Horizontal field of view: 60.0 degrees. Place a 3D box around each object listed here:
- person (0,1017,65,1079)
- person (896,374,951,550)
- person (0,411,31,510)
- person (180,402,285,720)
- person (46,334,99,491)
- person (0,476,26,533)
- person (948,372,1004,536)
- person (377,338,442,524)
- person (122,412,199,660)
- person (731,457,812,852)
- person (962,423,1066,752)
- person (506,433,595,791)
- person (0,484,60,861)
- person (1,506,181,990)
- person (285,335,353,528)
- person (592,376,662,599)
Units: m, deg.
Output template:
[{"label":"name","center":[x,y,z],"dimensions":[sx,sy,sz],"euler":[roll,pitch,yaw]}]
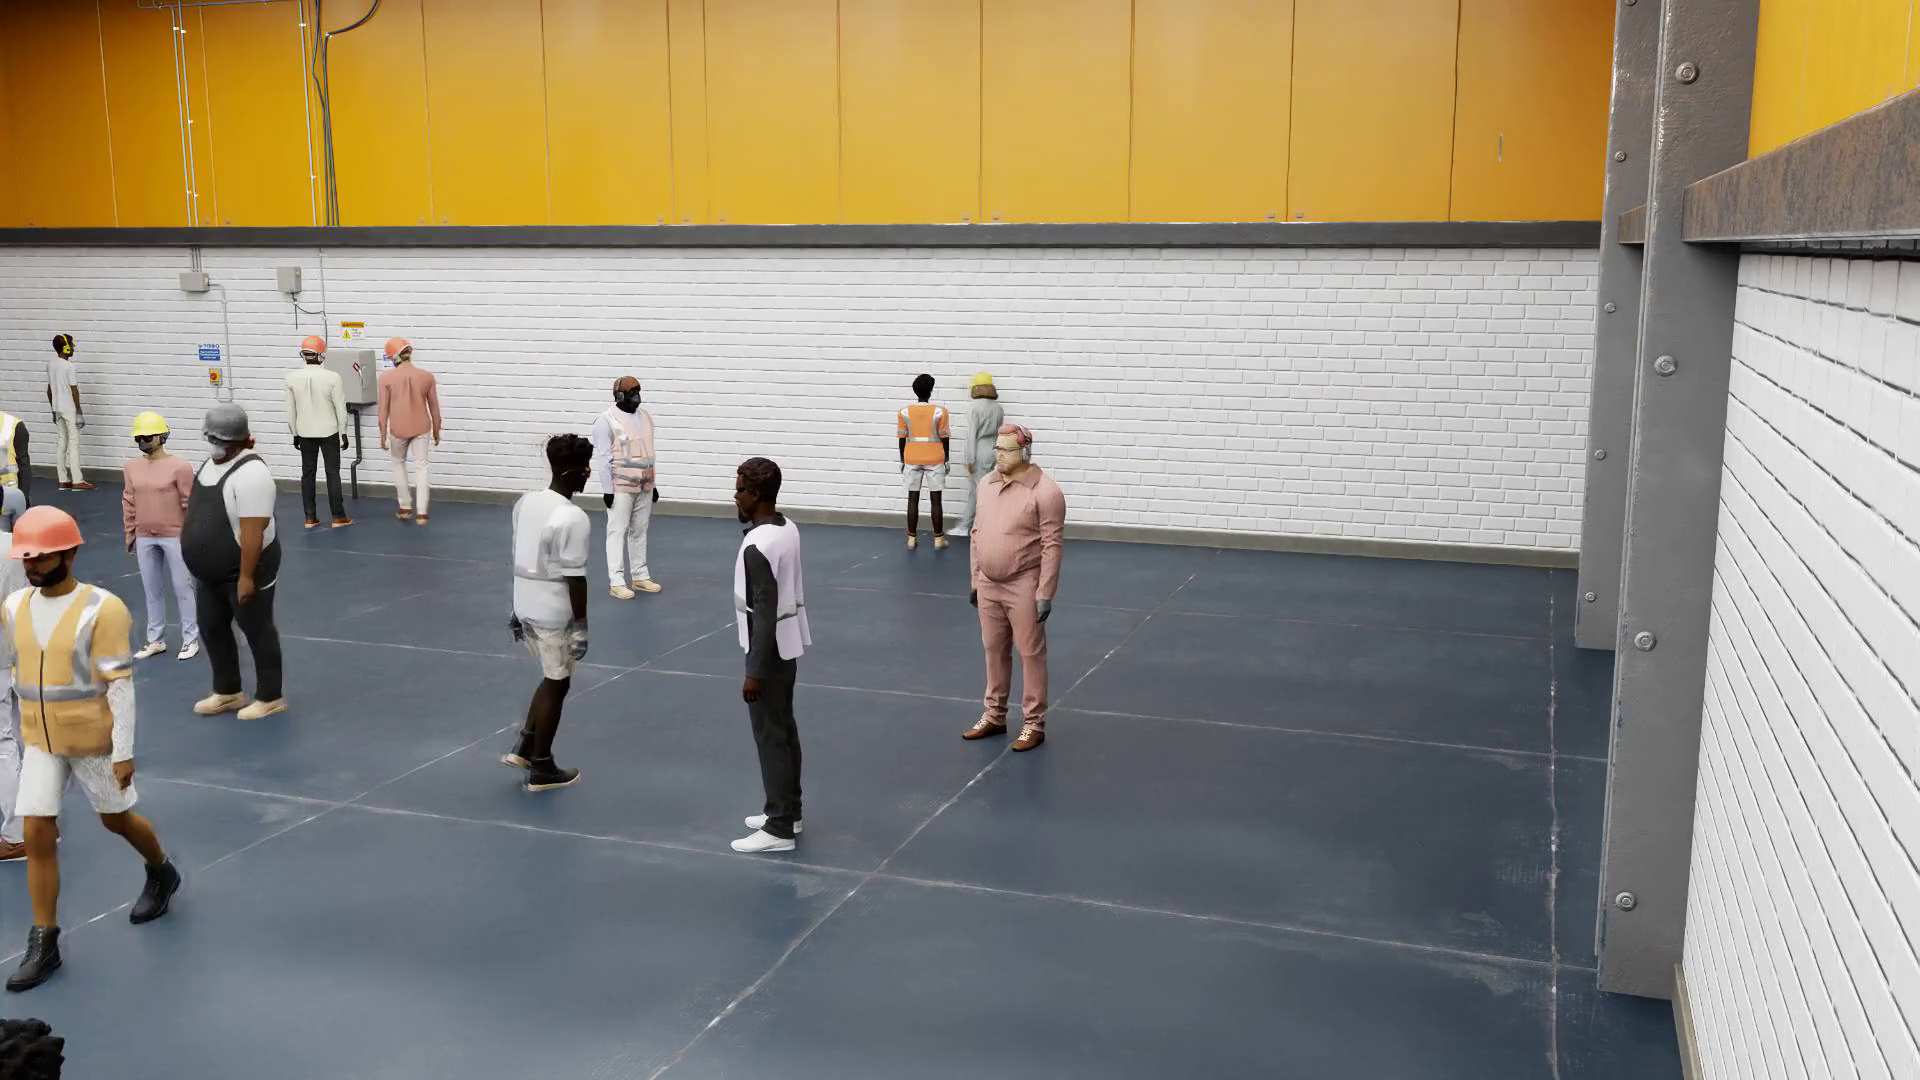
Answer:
[{"label":"person","center":[-1.561,1.612,2.749],"dimensions":[0.566,1.688,0.324],"euler":[3,10,16]},{"label":"person","center":[-0.341,-0.748,15.998],"dimensions":[0.529,1.697,0.321],"euler":[2,10,10]},{"label":"person","center":[-7.810,-0.353,13.373],"dimensions":[0.623,1.844,0.429],"euler":[-3,11,-17]},{"label":"person","center":[-4.428,0.120,10.145],"dimensions":[0.724,2.000,0.575],"euler":[8,13,37]},{"label":"person","center":[-10.657,-1.521,19.867],"dimensions":[0.517,1.873,0.334],"euler":[5,11,27]},{"label":"person","center":[-6.314,0.201,10.831],"dimensions":[0.498,1.634,0.282],"euler":[-6,12,-32]},{"label":"person","center":[0.170,-0.819,16.474],"dimensions":[0.848,1.674,0.534],"euler":[9,14,42]},{"label":"person","center":[-5.847,-1.164,17.642],"dimensions":[0.678,1.941,0.819],"euler":[-6,11,-28]},{"label":"person","center":[-5.644,-0.025,11.734],"dimensions":[0.533,1.767,0.312],"euler":[1,10,6]},{"label":"person","center":[-0.918,0.551,8.059],"dimensions":[0.377,1.917,0.600],"euler":[1,10,6]},{"label":"person","center":[0.295,0.268,9.695],"dimensions":[0.643,1.908,0.411],"euler":[9,13,40]},{"label":"person","center":[-2.176,0.387,8.939],"dimensions":[0.484,1.934,0.638],"euler":[-9,13,-41]},{"label":"person","center":[-4.576,0.604,7.918],"dimensions":[0.329,1.865,0.507],"euler":[1,10,6]},{"label":"person","center":[-3.613,0.776,6.860],"dimensions":[0.555,1.903,0.962],"euler":[1,10,7]},{"label":"person","center":[-6.641,-1.116,17.236],"dimensions":[0.612,1.995,0.376],"euler":[0,10,-1]},{"label":"person","center":[-2.749,-0.445,13.884],"dimensions":[0.429,1.847,0.627],"euler":[6,12,32]}]
